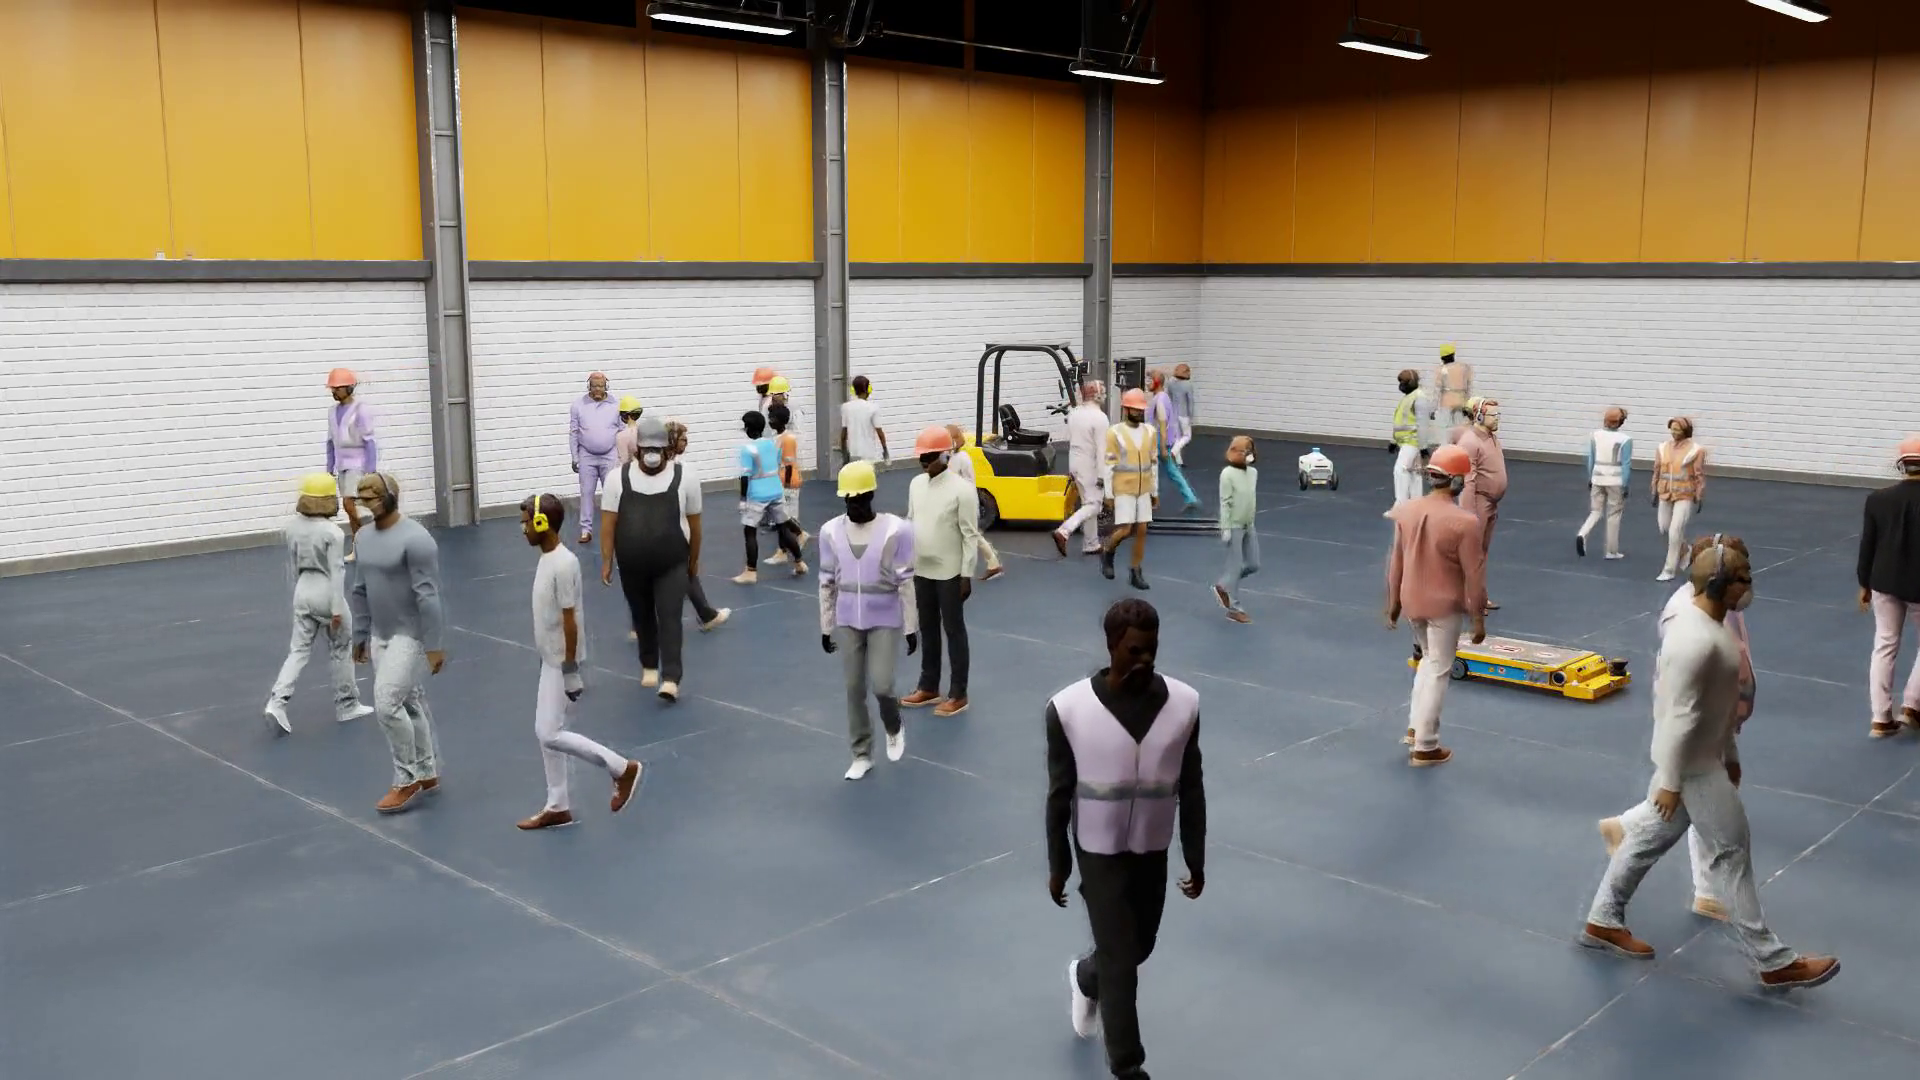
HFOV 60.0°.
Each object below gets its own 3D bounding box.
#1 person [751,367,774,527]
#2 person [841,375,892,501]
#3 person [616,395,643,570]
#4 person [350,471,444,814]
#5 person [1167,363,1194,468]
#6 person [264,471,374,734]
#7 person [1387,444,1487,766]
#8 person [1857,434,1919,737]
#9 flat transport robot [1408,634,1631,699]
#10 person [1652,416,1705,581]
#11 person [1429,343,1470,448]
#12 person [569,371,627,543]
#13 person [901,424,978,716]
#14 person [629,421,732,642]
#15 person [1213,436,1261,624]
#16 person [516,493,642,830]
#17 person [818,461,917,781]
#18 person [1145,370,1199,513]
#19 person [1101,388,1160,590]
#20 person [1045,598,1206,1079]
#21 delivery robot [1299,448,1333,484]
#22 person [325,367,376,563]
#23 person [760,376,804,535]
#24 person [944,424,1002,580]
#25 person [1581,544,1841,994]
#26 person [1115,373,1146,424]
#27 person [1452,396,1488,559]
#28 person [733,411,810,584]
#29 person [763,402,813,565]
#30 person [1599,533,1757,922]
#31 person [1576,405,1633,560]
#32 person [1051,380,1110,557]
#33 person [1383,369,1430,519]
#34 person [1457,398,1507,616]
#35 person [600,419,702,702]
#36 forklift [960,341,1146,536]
[{"bbox_3d":[-2.209,-1.113,19.721,0.672,1.889,0.575,-6,11,-32],"label":"person"},{"bbox_3d":[-1.063,-0.935,18.754,0.556,1.846,0.434,7,11,35],"label":"person"},{"bbox_3d":[-3.293,-0.571,16.762,0.315,1.770,0.524,5,10,27],"label":"person"},{"bbox_3d":[-3.204,0.568,9.315,0.657,1.913,0.658,7,12,37],"label":"person"},{"bbox_3d":[3.299,-1.862,25.147,0.502,1.618,0.524,9,13,44],"label":"person"},{"bbox_3d":[-4.255,0.405,10.929,0.487,1.716,0.798,3,10,20],"label":"person"},{"bbox_3d":[2.953,0.398,10.172,0.511,1.976,0.657,-6,11,-33],"label":"person"},{"bbox_3d":[6.142,0.300,10.768,0.537,1.974,0.641,-8,12,-39],"label":"person"},{"bbox_3d":[4.118,0.906,12.284,1.431,0.197,0.652,9,13,43],"label":"flat transport robot"},{"bbox_3d":[7.068,-0.422,16.322,0.705,1.617,0.525,-6,11,-34],"label":"person"},{"bbox_3d":[7.566,-2.061,25.620,0.630,1.905,0.361,-2,9,-12],"label":"person"},{"bbox_3d":[-4.007,-0.917,18.465,0.638,1.907,0.408,-2,9,-12],"label":"person"},{"bbox_3d":[-0.157,0.201,11.340,0.402,1.990,0.622,-9,13,-44],"label":"person"},{"bbox_3d":[-2.334,-0.080,13.670,0.971,1.790,0.532,-9,13,-43],"label":"person"},{"bbox_3d":[2.369,-0.098,14.316,0.504,1.621,0.431,-8,12,-41],"label":"person"},{"bbox_3d":[-2.118,0.654,9.028,0.585,1.838,0.519,-4,10,-22],"label":"person"},{"bbox_3d":[-0.547,0.475,9.903,0.623,1.909,0.470,3,10,17],"label":"person"},{"bbox_3d":[2.492,-1.204,20.561,0.996,1.804,0.564,2,9,11],"label":"person"},{"bbox_3d":[1.612,-0.491,15.820,0.551,1.924,0.534,-4,10,-25],"label":"person"},{"bbox_3d":[0.583,1.111,6.120,0.596,1.886,0.903,-3,10,-17],"label":"person"},{"bbox_3d":[4.914,-1.027,22.981,0.477,0.478,0.707,0,9,0],"label":"delivery robot"},{"bbox_3d":[-6.281,-0.755,17.082,0.646,2.028,0.425,6,11,33],"label":"person"},{"bbox_3d":[-2.038,-0.949,18.906,0.586,1.824,0.403,8,12,41],"label":"person"},{"bbox_3d":[0.040,-0.341,15.961,0.920,1.569,0.511,-5,10,-26],"label":"person"},{"bbox_3d":[3.193,0.952,7.085,1.045,1.888,0.647,5,10,27],"label":"person"},{"bbox_3d":[2.257,-1.414,21.759,0.835,1.814,0.559,3,10,20],"label":"person"},{"bbox_3d":[5.186,-0.611,17.091,0.754,1.748,0.537,-4,10,-25],"label":"person"},{"bbox_3d":[-1.845,-0.414,16.111,0.470,1.666,0.728,7,12,37],"label":"person"},{"bbox_3d":[-1.765,-0.575,17.023,0.468,1.679,0.541,-4,10,-23],"label":"person"},{"bbox_3d":[3.436,0.855,7.865,0.729,1.822,0.639,7,12,38],"label":"person"},{"bbox_3d":[6.700,-0.583,17.251,0.549,1.623,0.528,-6,11,-33],"label":"person"},{"bbox_3d":[1.290,-0.735,17.432,0.738,1.886,0.656,-4,10,-25],"label":"person"},{"bbox_3d":[5.389,-1.169,20.272,0.663,1.823,0.638,0,9,2],"label":"person"},{"bbox_3d":[4.594,-0.295,14.646,0.409,1.907,0.651,6,11,35],"label":"person"},{"bbox_3d":[-2.192,0.105,11.783,0.696,2.000,1.003,0,9,-1],"label":"person"},{"bbox_3d":[0.977,-1.223,19.452,2.313,2.155,1.214,2,9,11],"label":"forklift"}]
